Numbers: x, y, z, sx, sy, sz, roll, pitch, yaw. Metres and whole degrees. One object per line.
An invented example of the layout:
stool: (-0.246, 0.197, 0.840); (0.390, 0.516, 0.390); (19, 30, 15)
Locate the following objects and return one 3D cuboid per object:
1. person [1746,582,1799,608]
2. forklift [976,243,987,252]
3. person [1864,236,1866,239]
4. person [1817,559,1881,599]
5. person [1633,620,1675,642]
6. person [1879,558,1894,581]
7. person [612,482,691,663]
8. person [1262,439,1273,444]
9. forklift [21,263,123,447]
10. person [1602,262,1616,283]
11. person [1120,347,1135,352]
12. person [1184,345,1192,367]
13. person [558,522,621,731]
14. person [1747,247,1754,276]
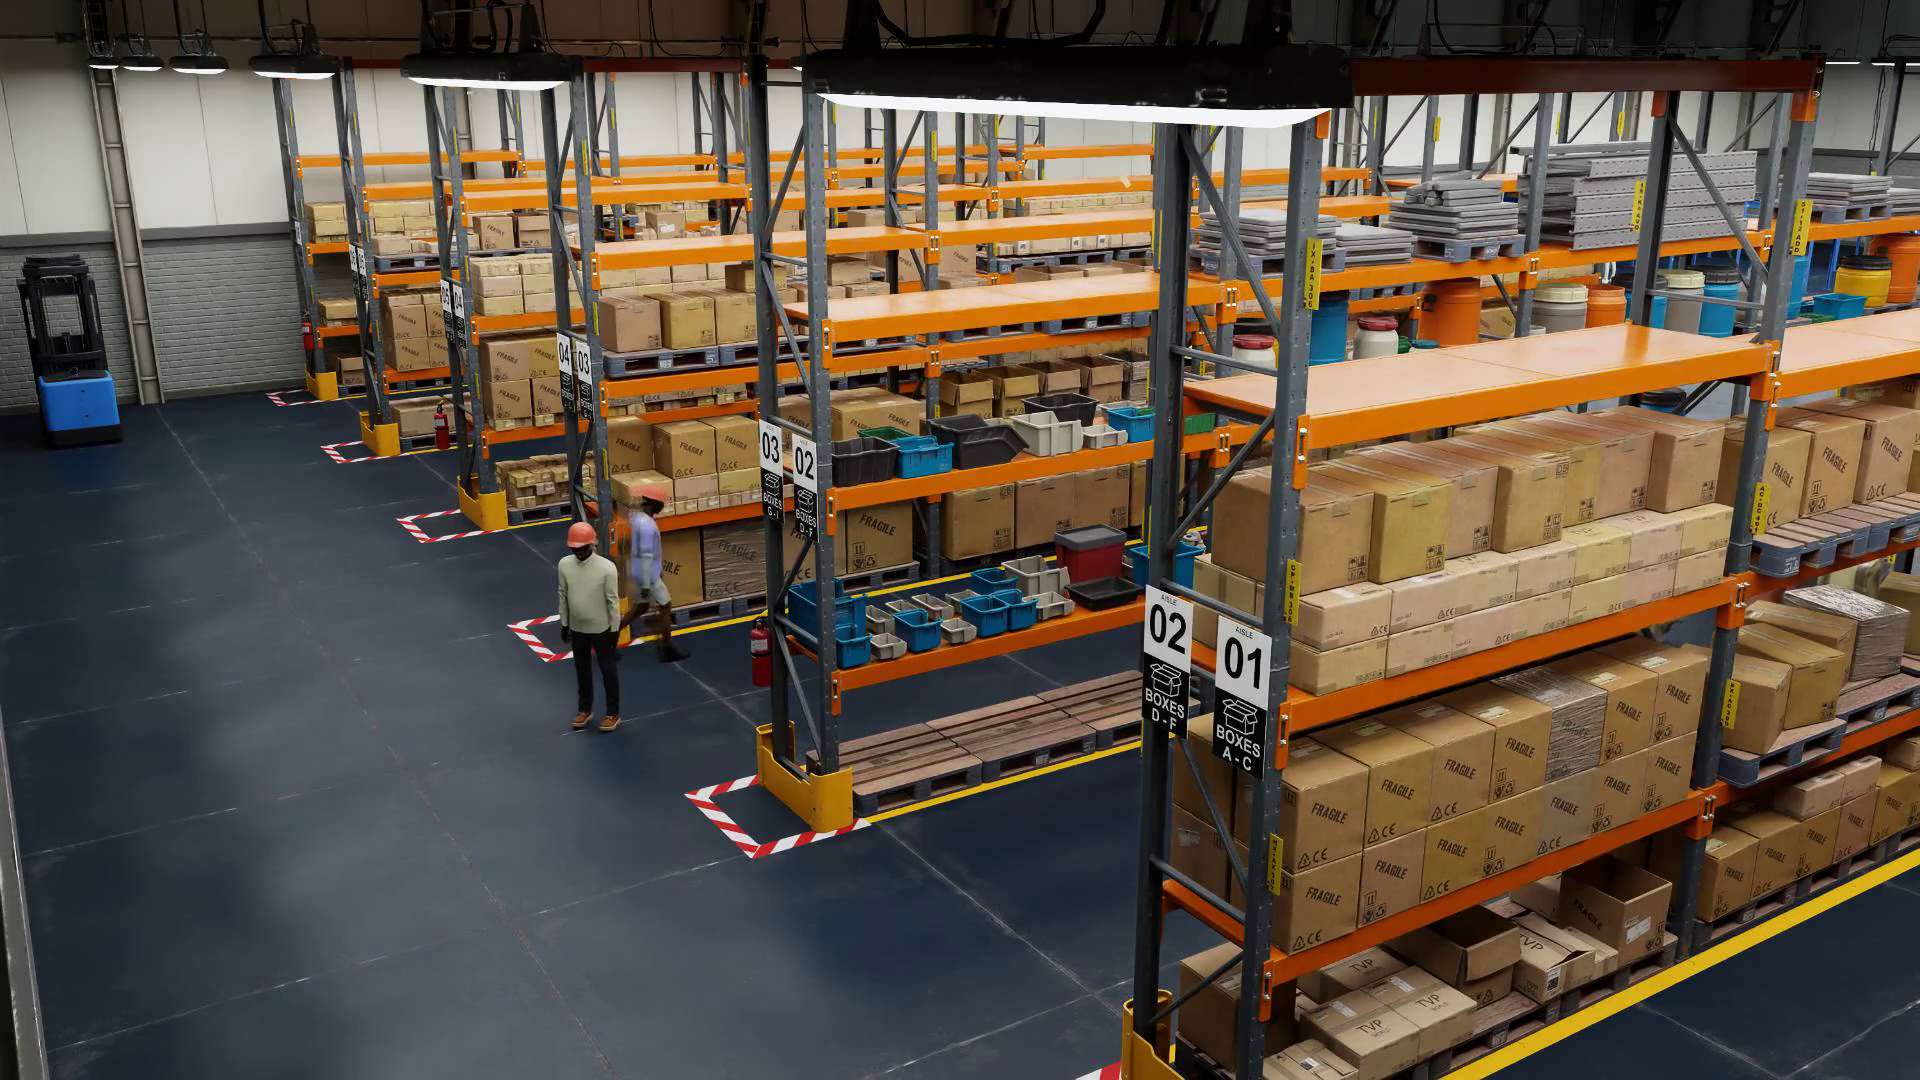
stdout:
person: (7.398, 0.765, 14.580); (0.610, 1.962, 0.816); (15, 22, 40)
forklift: (0.988, -5.474, 34.718); (1.214, 2.155, 2.313); (-10, 20, -31)
person: (28.074, -9.468, 48.579); (0.539, 1.695, 0.318); (-5, 18, -16)
person: (8.539, 0.651, 15.172); (0.404, 1.835, 0.586); (-9, 19, -28)
person: (6.607, 0.598, 15.173); (0.833, 1.938, 0.620); (-15, 23, -41)
person: (10.880, -0.368, 18.382); (0.885, 1.906, 0.662); (-14, 22, -39)
person: (-3.287, 0.343, 16.126); (0.847, 1.882, 0.549); (-7, 18, -22)
person: (5.245, -2.411, 24.948); (1.027, 2.000, 0.626); (-5, 18, -17)
forklift: (-14.518, -3.079, 25.708); (1.129, 2.768, 1.873); (-10, 20, -31)
person: (17.983, -8.037, 43.617); (0.514, 1.861, 0.328); (-5, 18, -16)
person: (2.397, -2.046, 24.066); (0.698, 1.815, 0.638); (-10, 20, -30)
person: (3.361, -1.958, 23.569); (0.587, 1.928, 0.363); (-6, 18, -18)
person: (-3.402, 0.782, 14.487); (0.615, 1.987, 0.406); (5, 18, 17)
person: (20.269, -6.956, 40.032); (1.025, 1.891, 0.631); (-9, 19, -26)
